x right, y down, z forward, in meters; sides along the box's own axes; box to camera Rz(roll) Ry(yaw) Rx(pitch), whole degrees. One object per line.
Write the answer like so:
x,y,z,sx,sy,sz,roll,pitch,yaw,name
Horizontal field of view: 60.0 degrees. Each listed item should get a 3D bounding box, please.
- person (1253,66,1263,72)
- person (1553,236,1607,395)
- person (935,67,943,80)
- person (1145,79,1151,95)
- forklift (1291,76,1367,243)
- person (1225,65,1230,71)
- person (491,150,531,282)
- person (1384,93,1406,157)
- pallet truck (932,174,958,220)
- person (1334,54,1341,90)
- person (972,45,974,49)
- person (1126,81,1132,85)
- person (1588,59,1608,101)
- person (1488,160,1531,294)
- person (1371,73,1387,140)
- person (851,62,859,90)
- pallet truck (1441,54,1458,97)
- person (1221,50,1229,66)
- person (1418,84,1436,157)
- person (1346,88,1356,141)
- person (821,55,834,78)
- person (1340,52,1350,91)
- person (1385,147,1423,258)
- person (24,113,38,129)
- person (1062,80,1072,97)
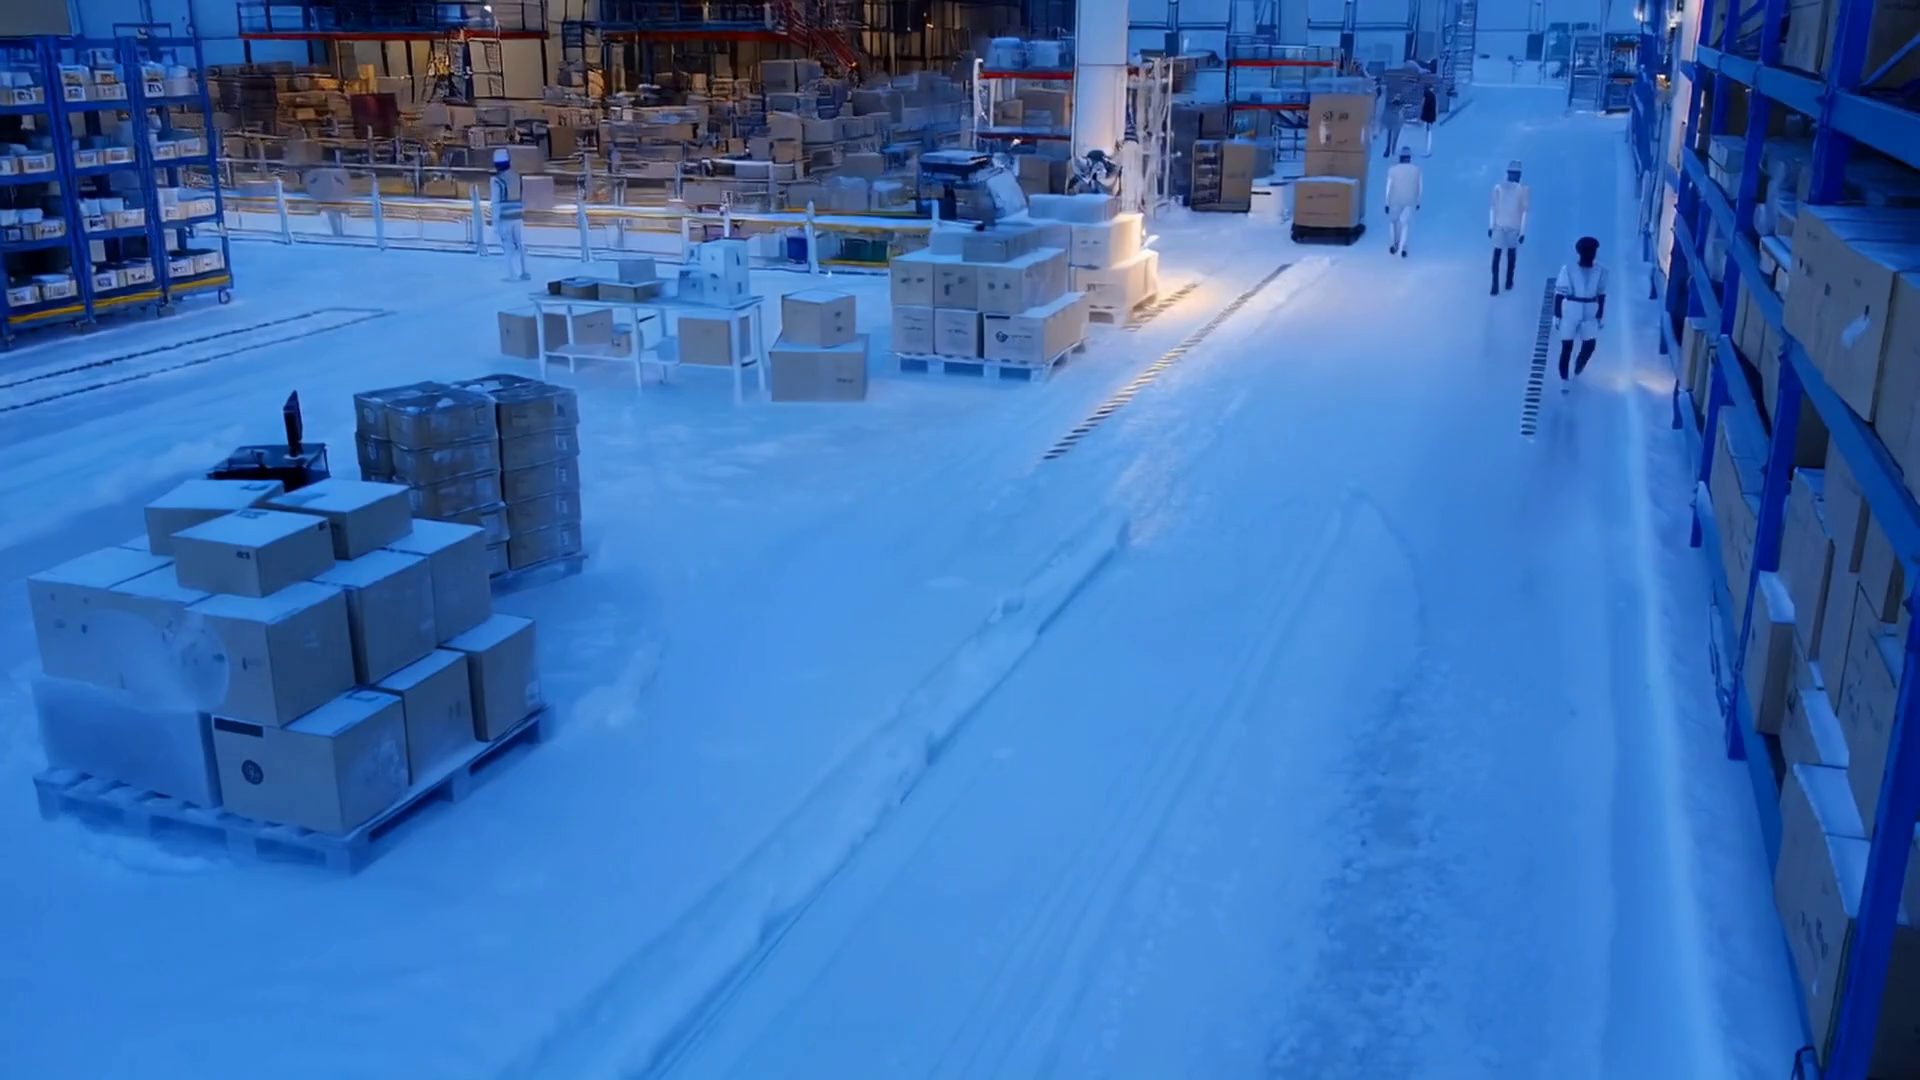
13.908,-21.519,77.393,1.032,1.878,0.651,-5,18,-16,person
6.504,-2.360,17.494,0.557,1.681,0.357,0,18,-1,person
-0.765,-16.322,60.924,0.367,1.964,0.609,-1,18,-4,person
6.402,-14.967,57.124,0.323,1.689,0.537,-10,20,-30,person
6.598,-6.755,29.381,1.129,2.768,1.873,6,19,19,forklift
10.865,-18.174,66.916,0.608,1.874,0.803,13,22,35,person
-6.754,-4.842,24.909,0.425,1.938,0.603,12,21,33,person
12.033,-11.472,46.037,0.538,1.743,0.576,8,19,24,person
-0.507,-5.292,27.348,0.653,1.274,1.630,6,19,19,pallet truck
19.385,-23.989,85.298,0.635,1.794,0.697,11,21,31,person
0.911,-28.302,98.562,0.823,1.960,0.641,0,18,1,person
7.596,-20.870,75.499,0.955,1.794,0.527,-1,18,-3,person
28.642,-20.542,74.362,0.577,1.871,1.000,-11,21,-30,person
7.870,-4.499,23.912,0.561,1.897,0.981,7,19,22,person
13.118,-13.677,52.493,0.537,2.000,0.682,-6,18,-17,person
-4.290,-18.437,67.617,0.354,1.938,0.545,-1,18,-3,person
22.765,-21.886,78.355,0.823,1.965,1.885,-4,18,-14,pallet truck
13.872,-24.694,87.259,0.387,1.949,0.602,-10,20,-28,person
12.981,-11.639,46.162,0.395,1.992,0.622,9,20,26,person
12.350,-13.245,51.840,0.506,1.610,0.686,-11,21,-31,person
-6.484,-22.690,81.103,0.598,1.864,0.704,8,19,23,person
19.616,-23.850,84.653,0.585,1.920,0.374,-12,21,-34,person
7.329,-5.591,27.520,0.587,1.782,0.973,4,18,14,person
-31.789,-14.920,56.615,0.652,1.906,0.409,-10,20,-28,person
4.220,-17.469,64.724,0.505,1.846,0.519,-12,21,-34,person
